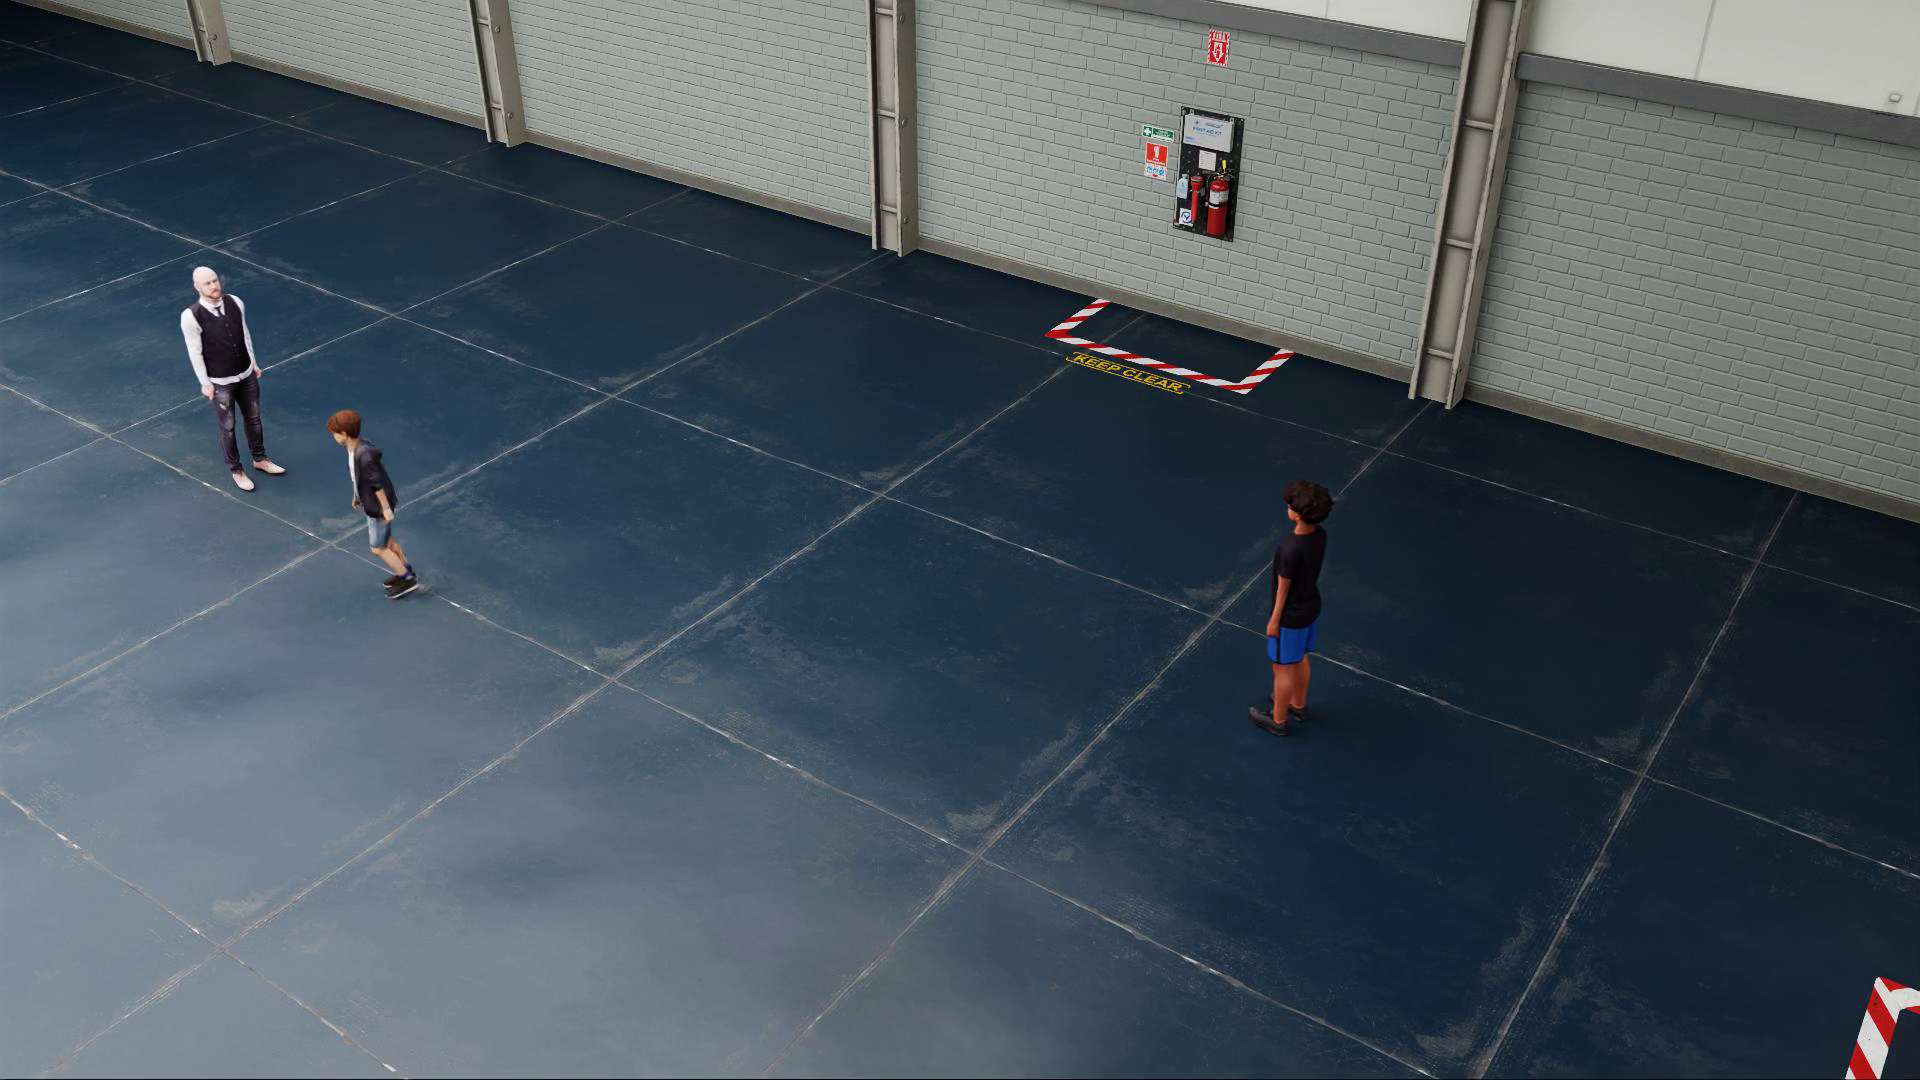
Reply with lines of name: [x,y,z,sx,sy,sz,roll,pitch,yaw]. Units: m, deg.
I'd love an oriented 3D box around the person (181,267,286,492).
person: [-5.751,-1.293,13.098,0.595,1.824,0.691,18,37,26]

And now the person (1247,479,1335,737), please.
person: [2.100,0.430,10.393,0.562,1.794,0.587,23,39,31]

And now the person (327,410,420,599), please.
person: [-4.117,-0.259,11.836,0.741,1.421,0.642,-27,41,-35]
